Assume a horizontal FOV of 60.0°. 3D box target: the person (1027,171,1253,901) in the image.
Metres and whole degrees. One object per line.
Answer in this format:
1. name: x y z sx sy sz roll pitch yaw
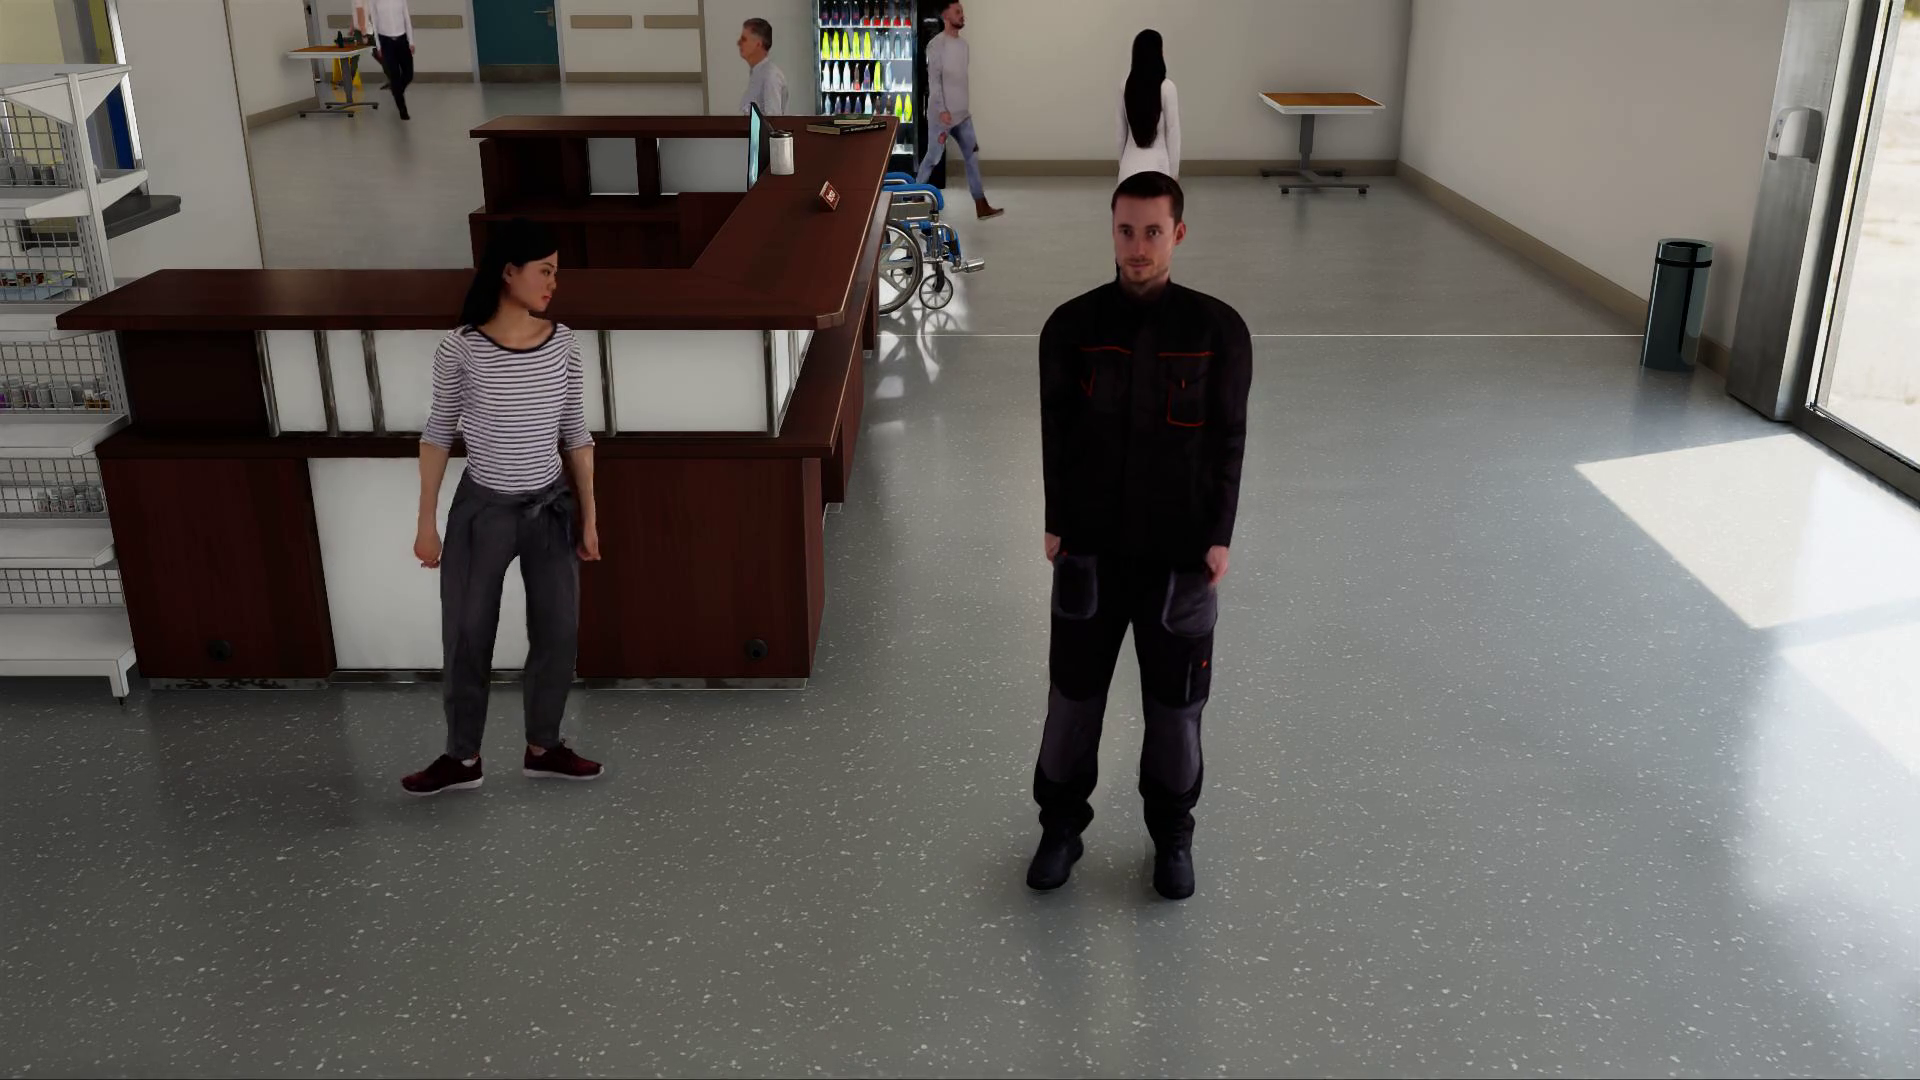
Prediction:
1. person: 0.455 0.009 4.289 0.605 1.913 0.790 4 21 9

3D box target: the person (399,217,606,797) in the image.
1. person: -1.340 -0.054 4.737 0.759 1.713 0.915 -8 22 -20

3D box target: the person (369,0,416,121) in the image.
1. person: -7.117 -6.229 20.867 1.095 1.838 1.029 -11 24 -28

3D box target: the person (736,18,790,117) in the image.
1. person: -1.250 -2.656 11.471 0.778 1.811 0.730 -5 21 -13

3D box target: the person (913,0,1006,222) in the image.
1. person: -0.168 -3.553 13.865 1.249 1.791 1.153 17 27 38

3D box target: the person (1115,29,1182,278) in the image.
1. person: 1.162 -2.295 10.523 0.662 1.806 0.751 15 25 34

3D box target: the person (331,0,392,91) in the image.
1. person: -8.439 -7.223 23.825 1.208 1.599 0.704 -4 21 -10
